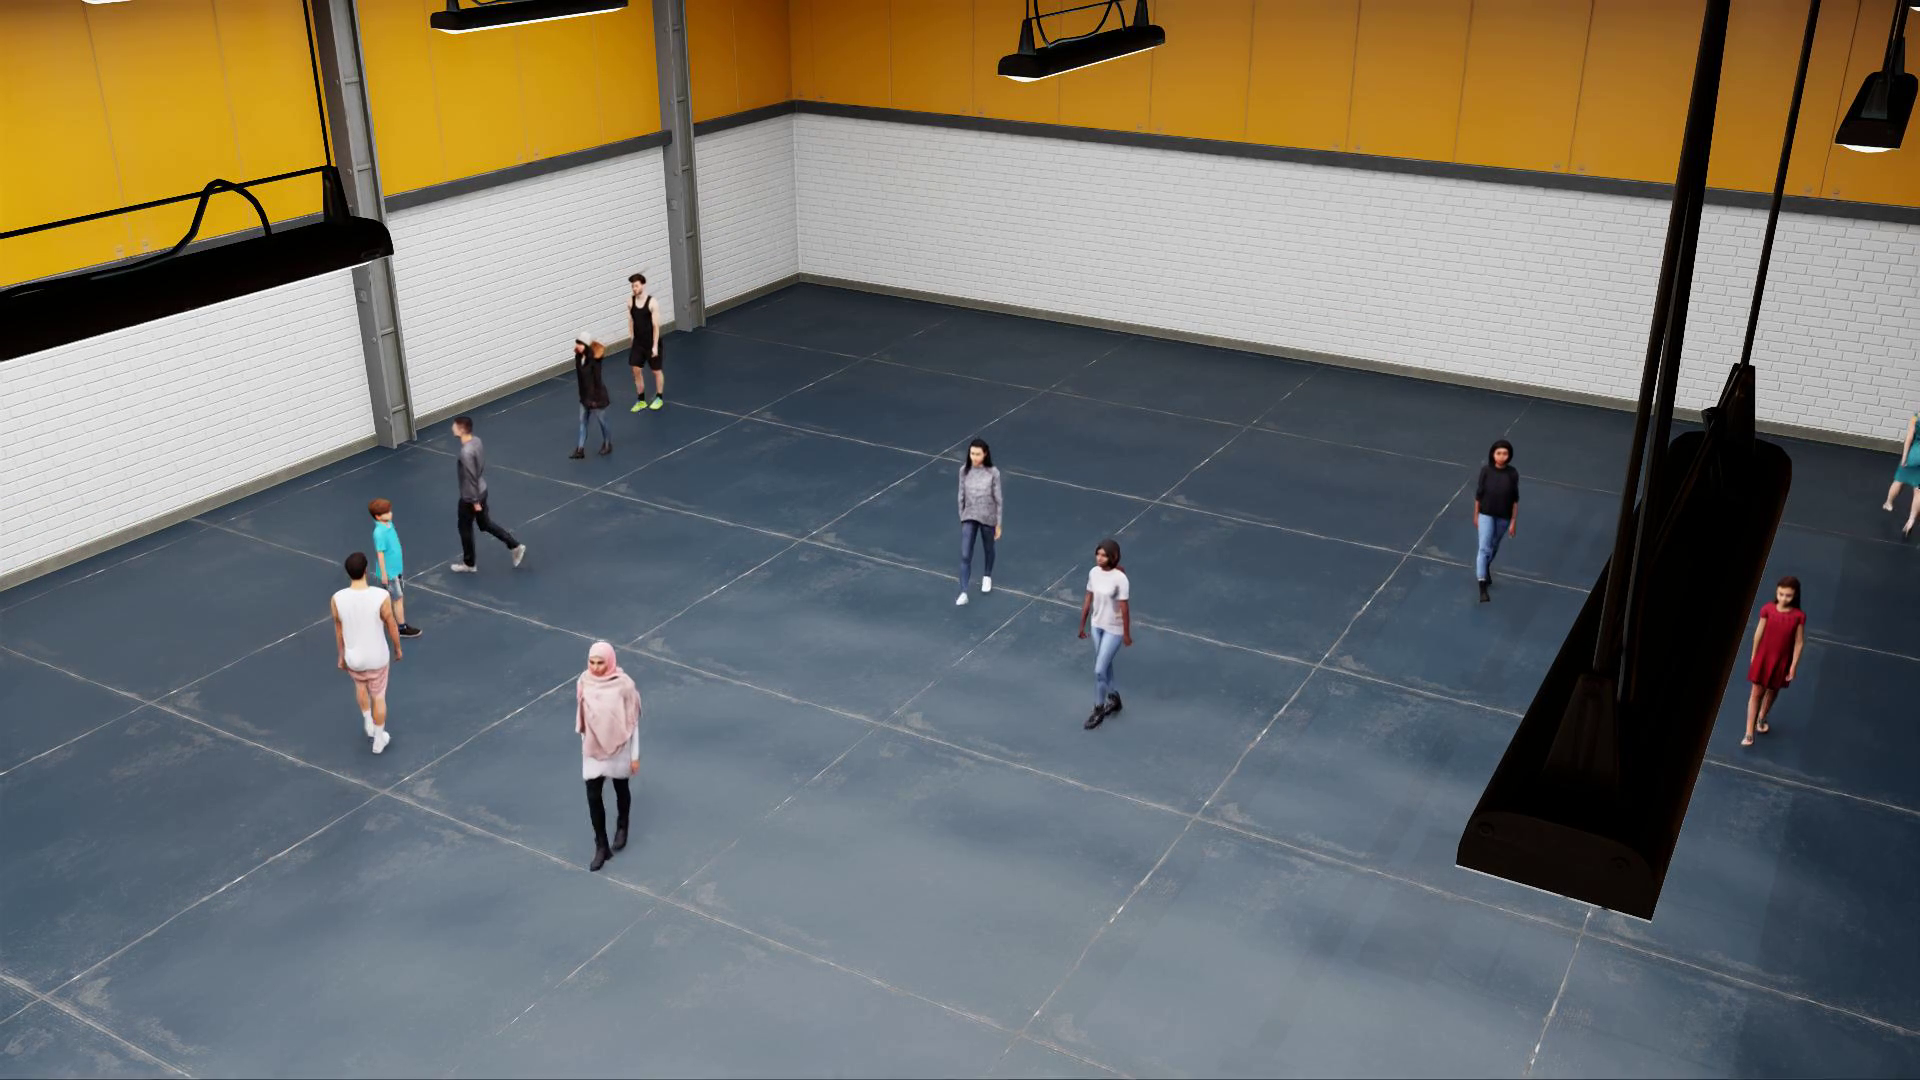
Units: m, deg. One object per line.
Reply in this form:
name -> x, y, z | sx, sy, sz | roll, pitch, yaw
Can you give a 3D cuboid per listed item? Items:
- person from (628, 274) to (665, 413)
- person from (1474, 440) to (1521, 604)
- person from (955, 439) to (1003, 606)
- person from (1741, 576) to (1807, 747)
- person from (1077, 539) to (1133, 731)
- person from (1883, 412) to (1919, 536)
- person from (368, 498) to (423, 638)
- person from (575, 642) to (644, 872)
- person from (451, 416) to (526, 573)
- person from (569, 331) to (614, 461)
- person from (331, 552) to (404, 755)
person -> -4.140, -2.666, 22.246 | 0.786, 1.871, 0.858 | 6, 24, 14
person -> 5.441, -0.229, 16.955 | 0.878, 1.643, 1.237 | 3, 24, 6
person -> 0.233, -0.234, 16.896 | 0.856, 1.699, 1.132 | 4, 24, 9
person -> 7.029, 0.990, 14.319 | 0.567, 1.520, 0.936 | 11, 26, 23
person -> 1.344, 0.778, 14.573 | 0.881, 1.705, 0.761 | -19, 30, -36
person -> 10.615, -0.846, 18.348 | 0.695, 1.657, 0.994 | 6, 24, 14
person -> -5.581, 0.263, 16.087 | 0.822, 1.438, 0.828 | -1, 24, -2
person -> -2.646, 1.557, 12.688 | 0.851, 1.788, 0.970 | 1, 24, 3
person -> -4.988, -0.463, 17.370 | 0.966, 1.739, 1.067 | 2, 24, 4
person -> -4.496, -1.806, 20.610 | 0.639, 1.605, 0.930 | 11, 26, 23
person -> -5.008, 0.997, 13.993 | 0.870, 1.768, 0.932 | -4, 24, -9
